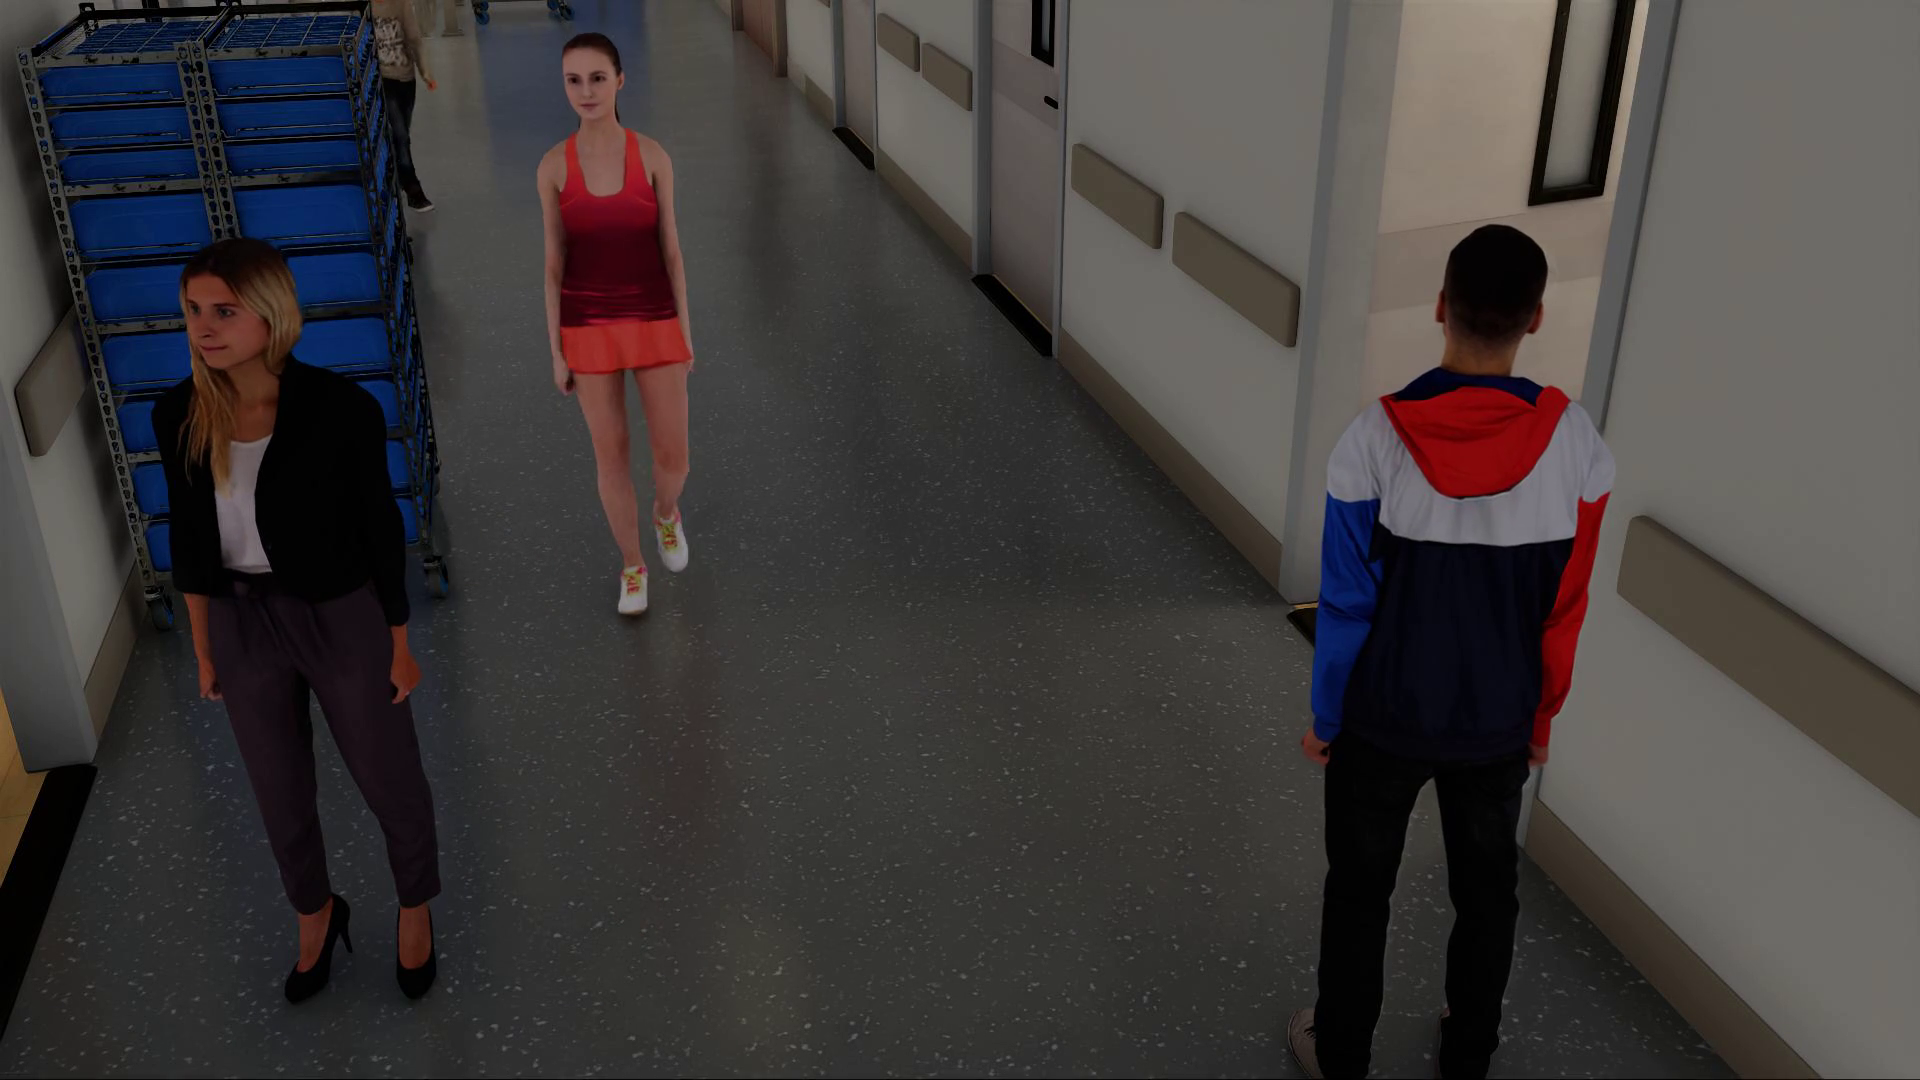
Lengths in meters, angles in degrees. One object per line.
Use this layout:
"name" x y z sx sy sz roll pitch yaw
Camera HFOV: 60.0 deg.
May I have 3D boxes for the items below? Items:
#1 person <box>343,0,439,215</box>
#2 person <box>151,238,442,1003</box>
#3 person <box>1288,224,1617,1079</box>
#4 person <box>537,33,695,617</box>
"person" -3.261 -2.619 9.443 0.864 1.440 1.089 -23 34 -39
"person" -1.290 0.212 3.310 0.656 1.669 0.624 0 26 0
"person" 0.867 0.295 3.036 0.695 1.757 0.633 1 26 1
"person" -1.002 -0.634 4.981 0.604 1.742 0.699 -4 26 -8
